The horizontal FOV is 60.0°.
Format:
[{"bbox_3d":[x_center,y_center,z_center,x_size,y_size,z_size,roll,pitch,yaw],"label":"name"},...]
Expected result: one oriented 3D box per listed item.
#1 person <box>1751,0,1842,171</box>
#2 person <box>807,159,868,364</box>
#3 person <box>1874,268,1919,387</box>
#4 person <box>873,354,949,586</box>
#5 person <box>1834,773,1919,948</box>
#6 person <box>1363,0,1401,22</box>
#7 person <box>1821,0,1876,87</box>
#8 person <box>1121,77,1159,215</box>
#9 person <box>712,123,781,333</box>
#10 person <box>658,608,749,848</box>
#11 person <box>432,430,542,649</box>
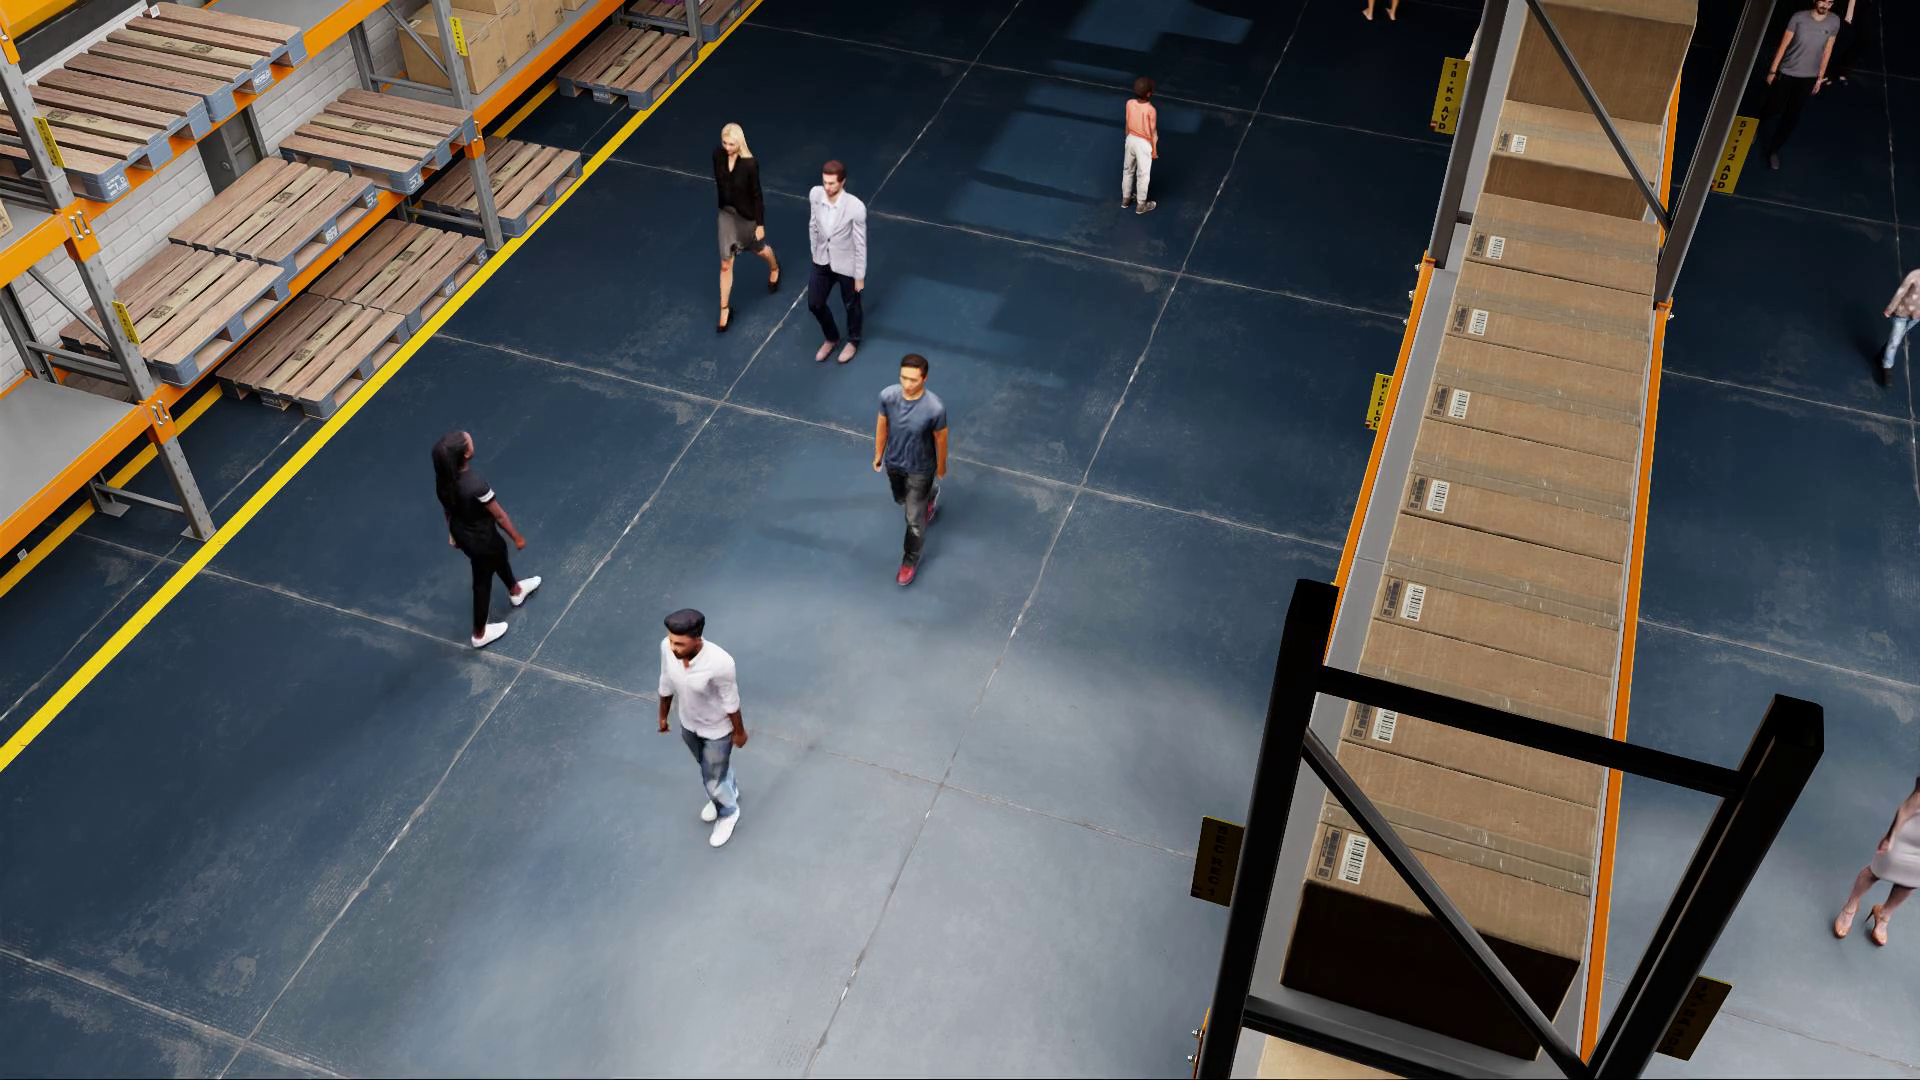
[{"bbox_3d":[7.767,-4.359,15.464,0.711,1.742,0.861,6,44,7],"label":"person"},{"bbox_3d":[-0.915,-2.246,13.178,0.756,1.836,0.690,21,47,20],"label":"person"},{"bbox_3d":[7.547,-1.854,13.243,0.613,1.178,0.767,3,44,3],"label":"person"},{"bbox_3d":[-0.306,-0.589,11.478,0.740,1.781,1.110,19,47,19],"label":"person"},{"bbox_3d":[5.273,1.649,9.120,0.576,1.793,0.480,12,45,12],"label":"person"},{"bbox_3d":[4.574,-6.337,17.548,0.643,1.731,0.608,0,44,0],"label":"person"},{"bbox_3d":[8.818,-5.305,16.526,0.746,1.646,0.806,-20,47,-20],"label":"person"},{"bbox_3d":[1.613,-3.556,14.933,0.550,1.310,0.567,31,52,29],"label":"person"},{"bbox_3d":[-1.722,-2.638,13.624,0.700,1.788,1.172,18,47,18],"label":"person"},{"bbox_3d":[-1.439,0.993,9.804,0.740,1.799,0.740,23,48,22],"label":"person"},{"bbox_3d":[-3.213,0.041,10.871,0.808,1.706,1.012,31,51,28],"label":"person"}]
